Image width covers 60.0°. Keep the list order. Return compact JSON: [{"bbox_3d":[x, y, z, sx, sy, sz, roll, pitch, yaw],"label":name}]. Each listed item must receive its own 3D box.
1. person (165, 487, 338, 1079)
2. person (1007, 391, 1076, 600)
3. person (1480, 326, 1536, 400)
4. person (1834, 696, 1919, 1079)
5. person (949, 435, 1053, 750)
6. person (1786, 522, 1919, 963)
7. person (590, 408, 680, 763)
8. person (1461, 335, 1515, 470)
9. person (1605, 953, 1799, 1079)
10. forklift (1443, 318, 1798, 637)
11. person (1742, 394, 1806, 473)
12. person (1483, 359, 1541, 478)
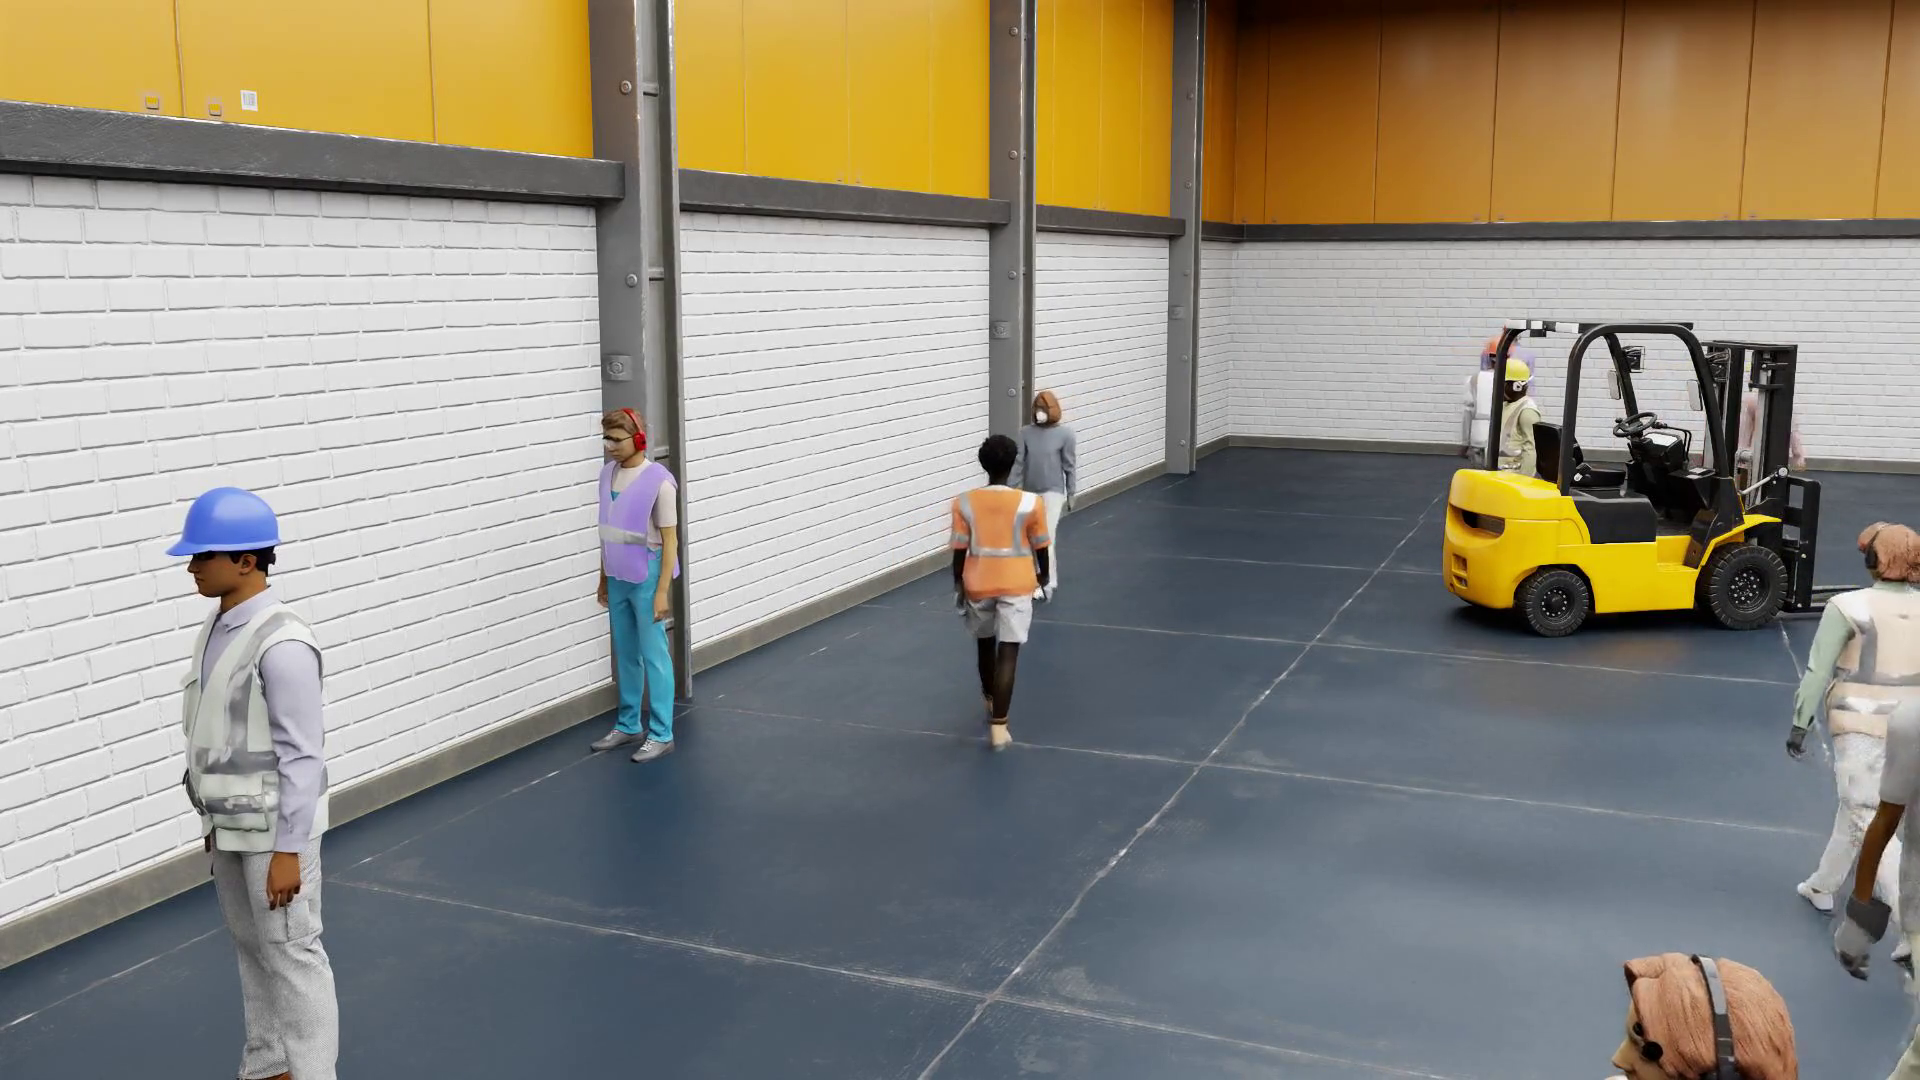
[{"bbox_3d":[-2.030,0.810,4.812,0.605,1.948,0.384,9,13,44],"label":"person"},{"bbox_3d":[0.613,-0.344,12.879,0.506,1.599,0.739,6,11,33],"label":"person"},{"bbox_3d":[6.640,-1.712,20.260,0.698,1.893,0.619,3,10,18],"label":"person"},{"bbox_3d":[2.556,0.983,4.199,0.512,1.811,0.989,0,9,1],"label":"person"},{"bbox_3d":[0.243,0.252,9.075,0.538,1.660,0.847,3,10,16],"label":"person"},{"bbox_3d":[3.490,0.741,6.289,0.557,1.599,0.822,-1,9,-5],"label":"person"},{"bbox_3d":[-1.678,0.226,8.681,0.563,1.839,0.388,8,13,41],"label":"person"},{"bbox_3d":[4.934,-0.925,15.382,0.570,1.924,0.421,7,11,35],"label":"person"},{"bbox_3d":[1.033,1.368,2.377,0.315,1.636,0.515,-3,10,-17],"label":"person"},{"bbox_3d":[4.706,-0.497,11.990,2.313,2.155,1.214,-2,10,-10],"label":"forklift"},{"bbox_3d":[7.299,-0.745,14.858,0.610,1.748,0.532,-2,10,-11],"label":"person"},{"bbox_3d":[4.375,-0.524,13.243,0.404,1.830,0.602,0,9,-2],"label":"person"}]
